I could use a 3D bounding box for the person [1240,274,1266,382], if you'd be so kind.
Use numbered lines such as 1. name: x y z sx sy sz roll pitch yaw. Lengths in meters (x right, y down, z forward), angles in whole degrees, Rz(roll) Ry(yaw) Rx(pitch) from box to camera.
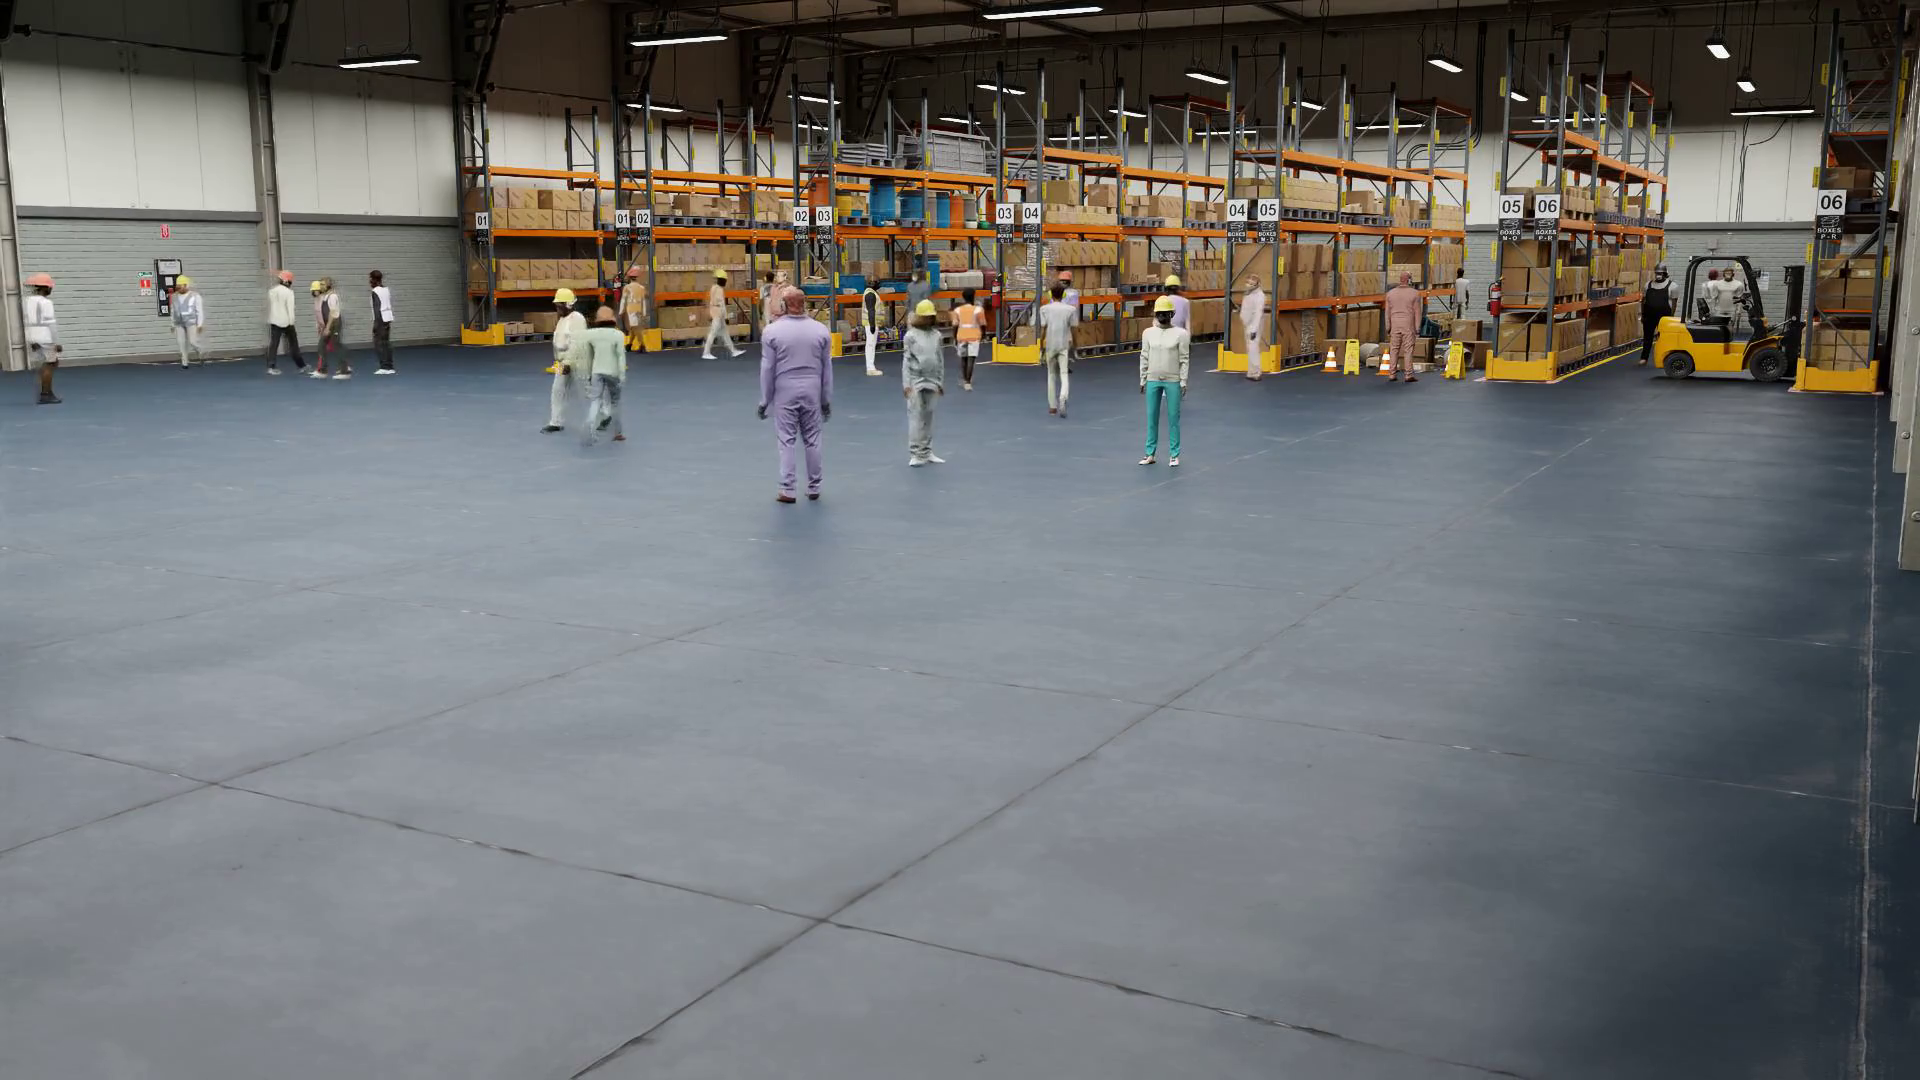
1. person: 5.063 -3.700 29.021 0.399 1.874 0.789 -2 10 -9

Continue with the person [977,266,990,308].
1. person: 0.719 -6.912 47.769 0.651 1.884 1.012 8 13 39

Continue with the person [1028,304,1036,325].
1. person: 1.910 -5.964 42.487 0.645 1.788 0.970 6 11 30

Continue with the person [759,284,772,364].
1. person: -3.751 -4.387 33.798 0.666 1.611 0.500 -6 11 -30

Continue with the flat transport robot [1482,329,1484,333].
1. flat transport robot: 14.081 -5.817 46.070 0.652 0.197 1.431 5 11 26

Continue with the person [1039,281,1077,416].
1. person: 1.333 -2.599 22.657 0.520 1.847 0.802 0 10 1

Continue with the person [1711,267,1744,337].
1. person: 16.867 -5.035 36.620 0.638 1.936 0.356 5 11 28

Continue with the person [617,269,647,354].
1. person: -7.323 -5.118 37.289 1.012 1.885 0.563 8 12 37

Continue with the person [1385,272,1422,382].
1. person: 7.716 -3.698 28.888 0.651 1.904 0.403 7 12 37

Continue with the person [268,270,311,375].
1. person: -12.480 -4.012 30.713 0.588 1.921 1.081 3 10 17

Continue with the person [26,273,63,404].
1. person: -13.442 -2.959 24.524 0.562 1.916 0.521 7 12 36

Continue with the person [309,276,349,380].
1. person: -11.151 -3.707 29.217 0.782 1.815 0.515 -8 13 -41

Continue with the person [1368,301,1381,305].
1. person: 11.391 -6.544 45.434 0.616 1.963 0.987 8 13 41

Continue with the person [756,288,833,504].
1. person: -1.462 -1.268 14.766 0.681 1.900 0.557 -4 11 -23

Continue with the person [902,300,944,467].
1. person: -0.364 -1.627 17.331 0.579 1.724 0.407 -7 12 -37

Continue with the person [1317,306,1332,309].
1. person: 9.599 -6.076 43.492 0.538 1.677 0.378 6 11 30

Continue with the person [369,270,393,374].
1. person: -10.753 -4.031 30.839 0.462 1.909 0.653 0 10 1

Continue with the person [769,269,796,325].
1. person: -3.548 -4.417 33.078 0.643 1.913 0.411 6 11 30

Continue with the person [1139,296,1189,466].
1. person: 2.113 -1.645 17.274 0.528 1.768 0.313 4 11 23

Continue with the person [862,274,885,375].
1. person: -1.585 -3.938 30.480 0.430 1.845 0.624 0 10 0

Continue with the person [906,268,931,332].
1. person: -0.885 -4.814 35.381 0.643 1.921 0.483 6 11 30

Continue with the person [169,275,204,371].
1. person: -14.752 -4.137 31.732 0.599 1.819 0.460 0 10 1

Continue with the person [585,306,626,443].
1. person: -4.141 -1.915 19.326 0.518 1.609 0.683 1 10 8

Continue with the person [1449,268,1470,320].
1. person: 13.373 -6.347 44.539 0.510 1.860 0.333 2 10 12

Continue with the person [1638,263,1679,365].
1. person: 13.906 -4.497 33.167 0.682 2.000 0.538 7 12 35

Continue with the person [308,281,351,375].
1. person: -11.669 -3.909 30.692 0.853 1.715 0.537 -10 14 -44

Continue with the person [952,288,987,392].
1. person: 0.180 -3.247 26.998 0.539 1.649 0.884 3 10 18

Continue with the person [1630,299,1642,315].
1. person: 18.148 -6.345 44.367 0.605 1.918 1.008 -6 11 -32

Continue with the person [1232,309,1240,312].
1. person: 6.974 -5.702 40.945 0.722 1.782 0.934 7 12 36

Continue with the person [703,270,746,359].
1. person: -5.002 -4.749 35.106 0.977 1.871 0.616 -2 10 -14

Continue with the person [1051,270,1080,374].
1. person: 1.933 -4.018 30.736 0.554 1.924 0.488 5 11 27

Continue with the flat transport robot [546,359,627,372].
1. flat transport robot: -6.982 -3.264 31.124 0.652 0.197 1.431 7 12 35

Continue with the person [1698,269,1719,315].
1. person: 18.231 -5.634 40.342 0.596 1.865 0.437 1 10 8

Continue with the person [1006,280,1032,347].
1. person: 1.345 -5.257 37.612 0.616 2.041 0.377 2 10 13

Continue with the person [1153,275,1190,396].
1. person: 3.277 -3.113 25.492 0.593 1.898 0.769 -4 11 -24

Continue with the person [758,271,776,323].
1. person: -4.156 -4.950 36.408 0.538 1.840 0.654 -2 10 -14

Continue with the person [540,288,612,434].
1. person: -4.734 -2.210 20.531 0.905 1.797 0.577 -8 13 -40
